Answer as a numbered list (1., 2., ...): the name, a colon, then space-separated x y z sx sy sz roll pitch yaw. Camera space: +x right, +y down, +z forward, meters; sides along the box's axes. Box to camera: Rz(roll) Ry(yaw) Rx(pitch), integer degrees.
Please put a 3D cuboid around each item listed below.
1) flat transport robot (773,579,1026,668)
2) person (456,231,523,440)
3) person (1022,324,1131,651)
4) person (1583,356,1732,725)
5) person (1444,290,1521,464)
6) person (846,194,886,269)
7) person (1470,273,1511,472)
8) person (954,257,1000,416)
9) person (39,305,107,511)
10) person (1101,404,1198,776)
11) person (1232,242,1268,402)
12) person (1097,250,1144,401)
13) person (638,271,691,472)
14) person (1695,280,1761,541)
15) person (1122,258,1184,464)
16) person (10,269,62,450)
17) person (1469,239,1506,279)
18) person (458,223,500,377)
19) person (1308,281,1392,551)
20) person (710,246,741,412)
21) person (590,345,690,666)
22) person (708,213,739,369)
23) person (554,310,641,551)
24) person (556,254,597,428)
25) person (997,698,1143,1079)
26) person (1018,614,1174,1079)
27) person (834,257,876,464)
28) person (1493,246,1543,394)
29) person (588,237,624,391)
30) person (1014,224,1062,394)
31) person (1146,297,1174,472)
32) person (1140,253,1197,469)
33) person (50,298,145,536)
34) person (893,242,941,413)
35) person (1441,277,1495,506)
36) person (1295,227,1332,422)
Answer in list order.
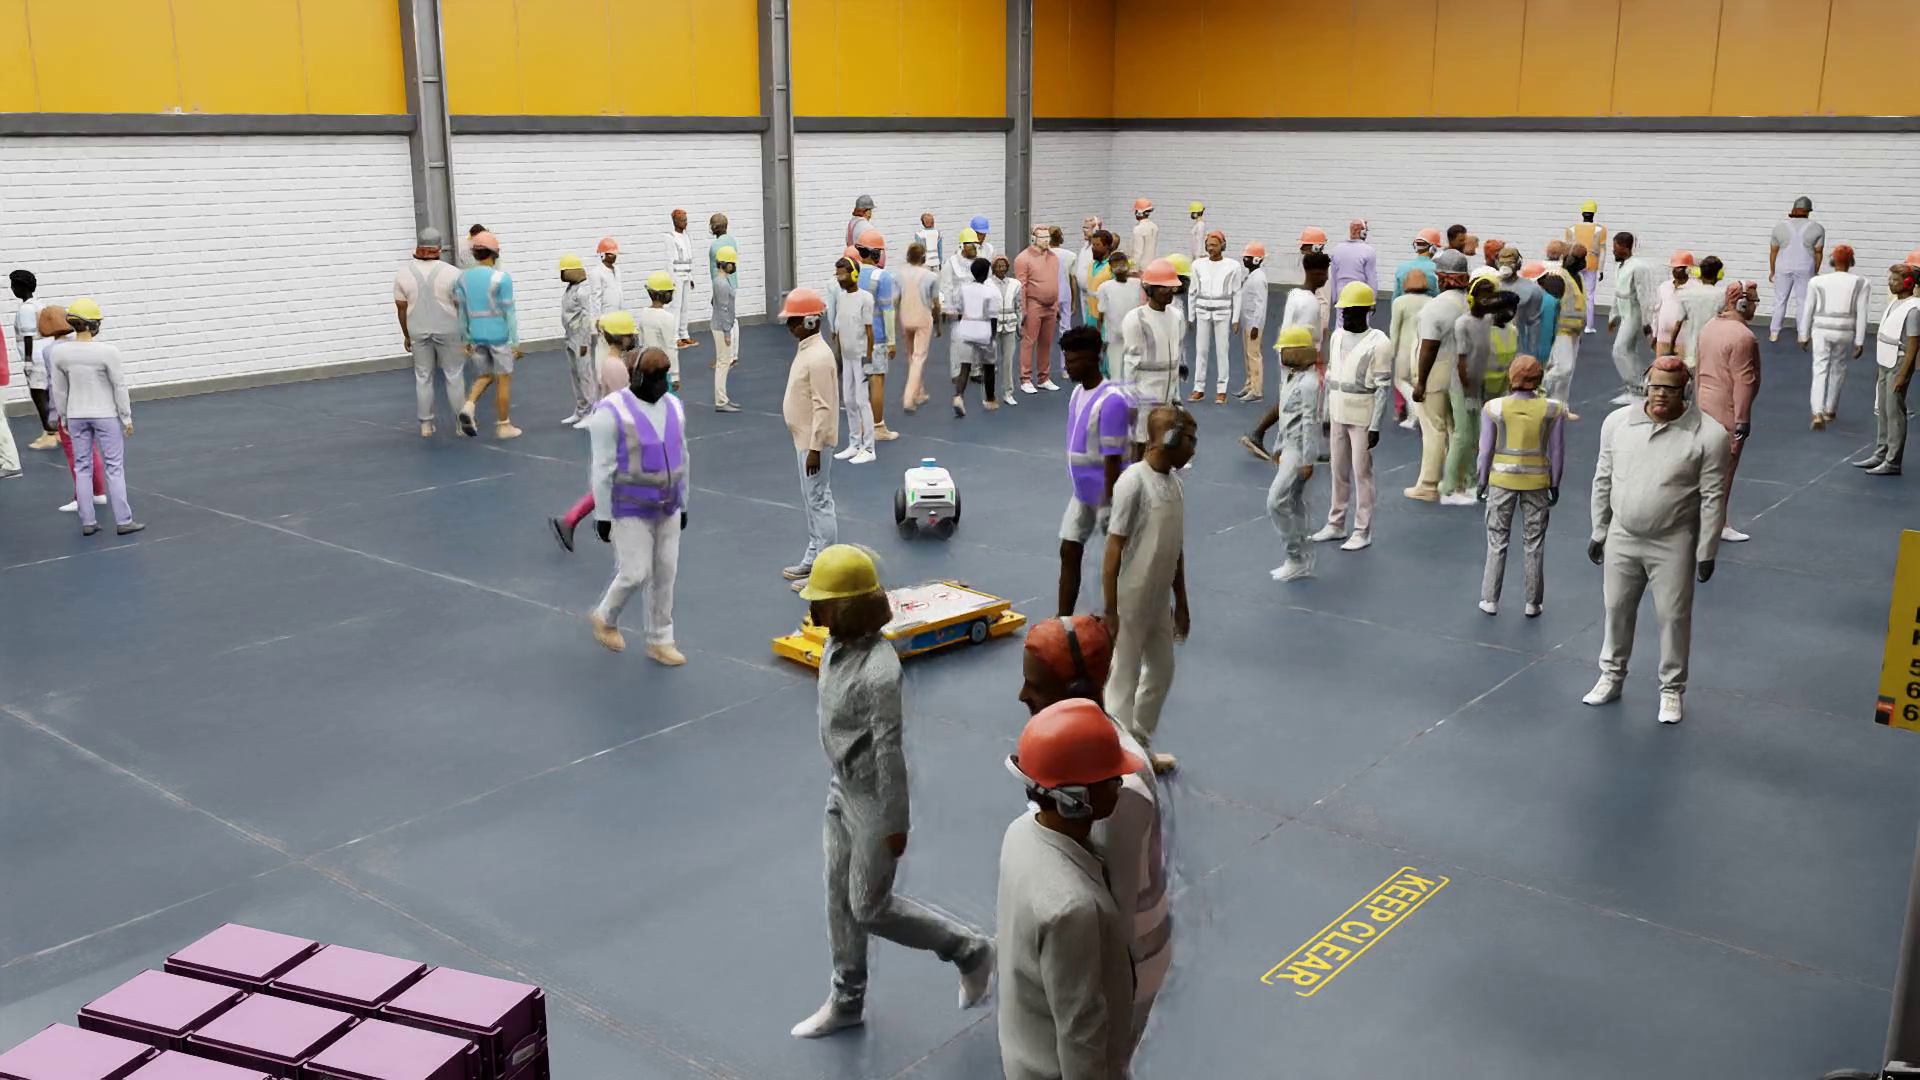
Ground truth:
1. flat transport robot: -0.337 0.493 9.792 1.431 0.197 0.652 -13 19 -42
2. person: -4.552 -1.941 15.984 0.640 2.020 0.610 6 15 23
3. person: 0.858 -0.299 9.659 0.980 1.908 0.630 -6 15 -23
4. person: 3.542 -0.003 8.502 0.662 1.895 0.405 13 19 42
5. person: 4.504 -1.319 14.235 0.547 1.667 0.790 -8 16 -28
6. person: -1.328 -3.922 23.844 0.537 2.000 0.682 -8 16 -28
7. person: 4.588 -1.456 14.542 0.495 1.773 0.668 8 16 28
8. person: 0.156 -2.131 17.449 0.531 1.663 0.811 6 15 22
9. person: -7.040 -1.043 13.165 0.266 1.631 0.507 1 14 4
10. person: 0.814 0.305 7.448 0.336 1.807 0.655 11 18 38
11. person: 3.211 -2.409 18.370 0.324 1.754 0.575 0 14 0
12. person: 1.562 -1.956 16.421 0.585 1.831 0.631 -6 15 -21
13. person: -2.613 -1.461 14.569 0.330 1.768 0.526 -12 18 -39
14. person: 5.664 -0.956 12.265 0.406 1.906 0.654 -1 14 -3
15. person: 1.476 -1.088 12.514 0.609 2.044 0.397 -13 19 -42
16. person: -8.718 -1.708 15.717 0.320 1.683 0.541 -4 15 -15
17. person: 5.357 -2.116 16.945 0.337 1.883 0.584 -5 15 -20
18. person: -5.775 -2.883 20.084 0.498 1.848 0.421 -4 15 -17
19. person: 2.819 -0.891 11.965 0.369 1.927 0.587 -9 16 -31
20. person: -2.484 -2.233 17.683 0.343 1.755 0.531 -2 14 -10
21. person: -1.797 -0.188 9.344 0.544 1.833 0.662 12 18 39
22. person: -2.966 -3.108 20.806 0.367 1.938 0.634 2 14 9
23. person: -2.509 -0.754 11.811 0.727 1.743 0.528 -2 14 -10
24. person: -3.890 -2.009 16.807 0.305 1.742 0.493 -9 17 -32
25. person: 0.254 1.211 3.910 0.321 1.755 0.563 -2 14 -9
26. person: 0.387 1.073 4.235 0.491 1.867 0.588 -3 14 -12
27. person: -0.959 -1.627 15.058 0.335 1.855 0.532 -11 18 -38
28. person: 4.962 -1.714 15.227 0.637 1.938 0.355 6 15 22
29. person: -4.011 -2.590 19.106 0.342 1.748 0.573 5 15 19
30. person: 0.918 -2.635 18.974 0.654 1.906 0.408 -12 19 -40
31. person: 1.740 -1.391 14.557 0.267 1.632 0.507 -3 14 -10
32. person: 1.817 -1.541 14.568 0.479 1.928 0.763 4 15 14
33. person: -6.421 -0.907 12.359 0.533 1.765 0.325 -1 14 -2
34. person: -0.484 -2.273 17.754 0.496 1.801 0.932 5 15 21
35. person: 4.115 -1.189 13.343 0.533 1.843 0.393 -12 18 -39
36. person: 3.596 -2.203 17.071 0.381 1.994 0.622 -1 14 -6
